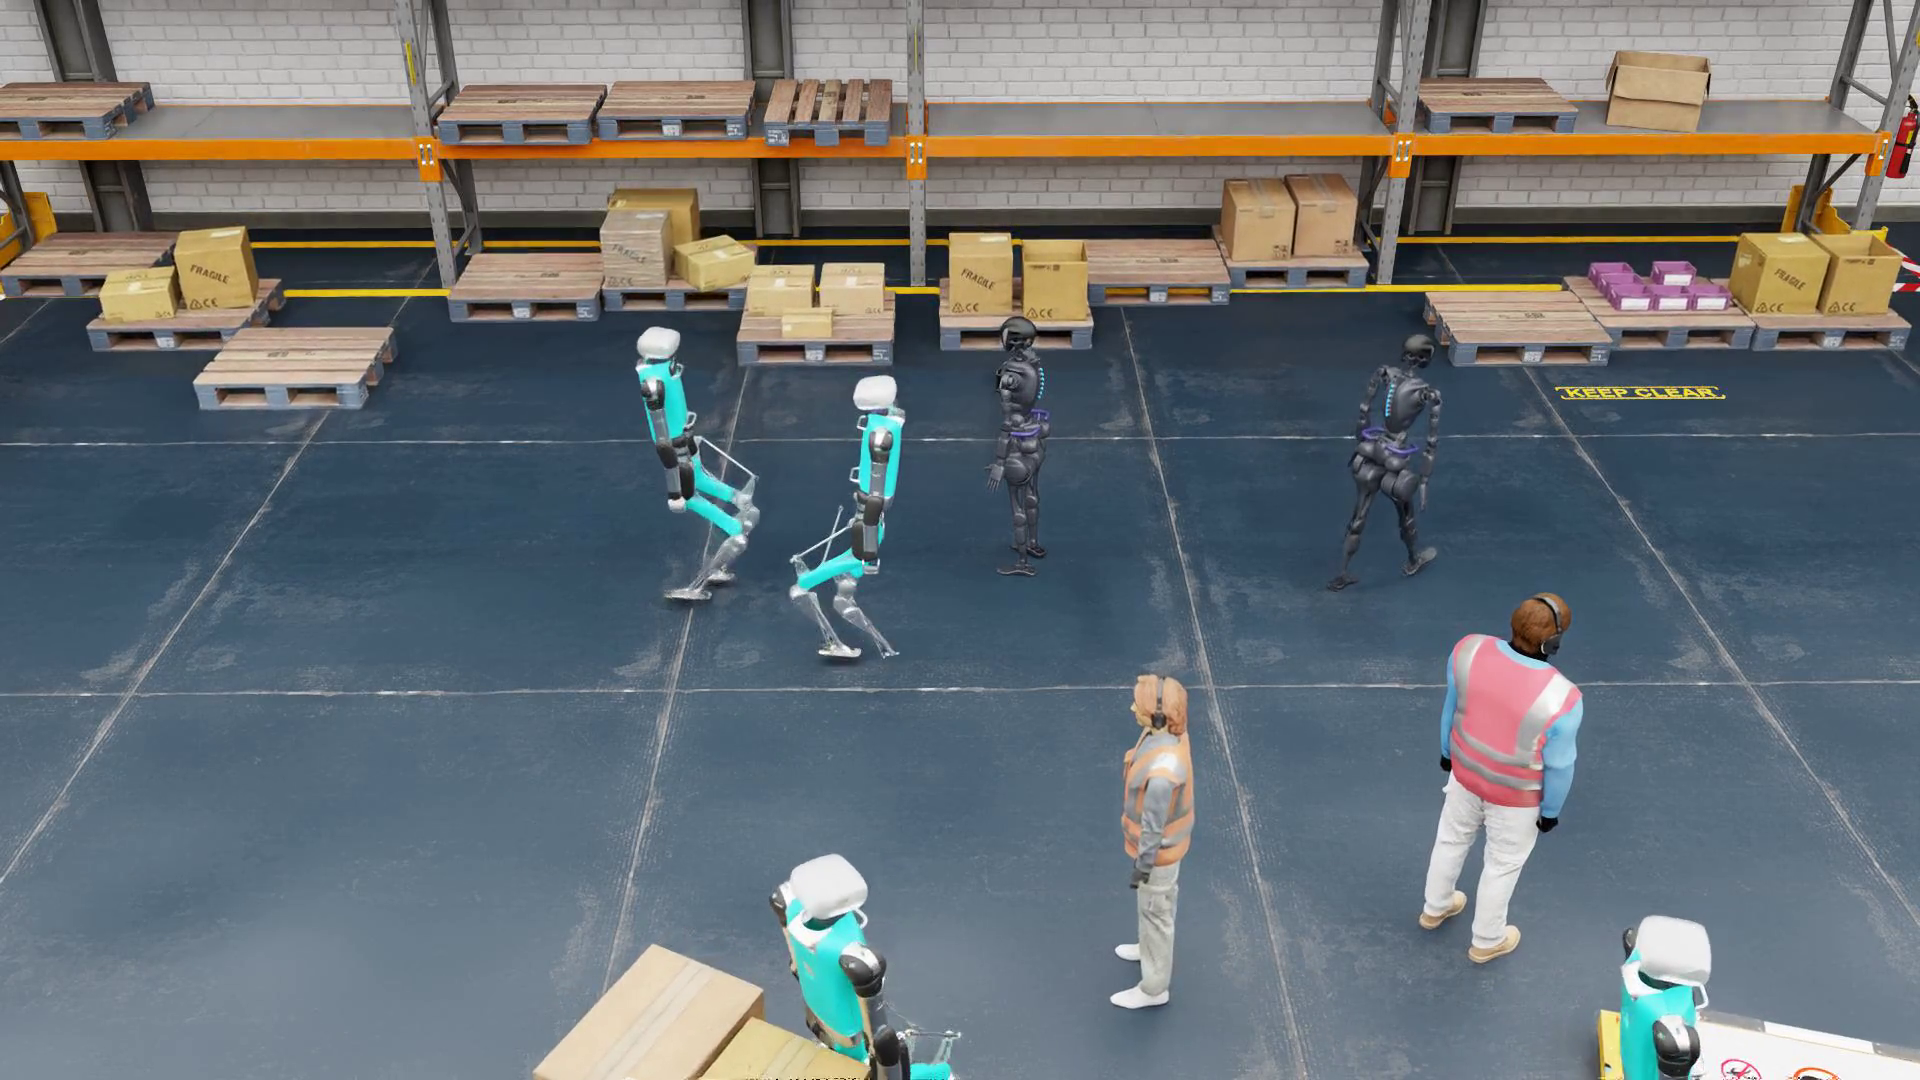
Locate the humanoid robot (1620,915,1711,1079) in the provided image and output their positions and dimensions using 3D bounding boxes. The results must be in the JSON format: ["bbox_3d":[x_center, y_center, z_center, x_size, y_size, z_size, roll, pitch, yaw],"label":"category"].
[{"bbox_3d":[2.522,2.039,5.676,0.796,1.847,0.545,2,31,4],"label":"humanoid robot"}]

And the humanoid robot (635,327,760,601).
[{"bbox_3d":[-1.437,-0.415,9.608,0.728,1.714,0.546,0,31,0],"label":"humanoid robot"}]

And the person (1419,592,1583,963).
[{"bbox_3d":[2.346,1.021,7.200,0.431,1.836,0.628,-23,38,-33],"label":"person"}]

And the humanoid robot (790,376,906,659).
[{"bbox_3d":[-0.660,-0.043,9.080,0.780,1.802,0.543,1,31,1],"label":"humanoid robot"}]

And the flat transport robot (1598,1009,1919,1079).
[{"bbox_3d":[3.333,2.258,6.652,1.431,0.231,0.659,8,32,13],"label":"flat transport robot"}]

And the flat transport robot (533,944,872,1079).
[{"bbox_3d":[-0.951,2.573,6.128,0.659,0.231,1.431,15,34,23],"label":"flat transport robot"}]

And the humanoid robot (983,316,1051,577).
[{"bbox_3d":[0.355,-0.562,9.966,0.315,1.657,0.599,12,33,19],"label":"humanoid robot"}]

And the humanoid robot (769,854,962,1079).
[{"bbox_3d":[-0.248,1.774,6.019,0.752,1.778,0.540,-24,38,-34],"label":"humanoid robot"}]

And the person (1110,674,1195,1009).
[{"bbox_3d":[0.820,1.259,6.989,0.311,1.635,0.514,4,31,7],"label":"person"}]

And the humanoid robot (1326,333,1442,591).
[{"bbox_3d":[2.573,-0.479,9.879,0.755,1.622,0.612,-21,37,-31],"label":"humanoid robot"}]
